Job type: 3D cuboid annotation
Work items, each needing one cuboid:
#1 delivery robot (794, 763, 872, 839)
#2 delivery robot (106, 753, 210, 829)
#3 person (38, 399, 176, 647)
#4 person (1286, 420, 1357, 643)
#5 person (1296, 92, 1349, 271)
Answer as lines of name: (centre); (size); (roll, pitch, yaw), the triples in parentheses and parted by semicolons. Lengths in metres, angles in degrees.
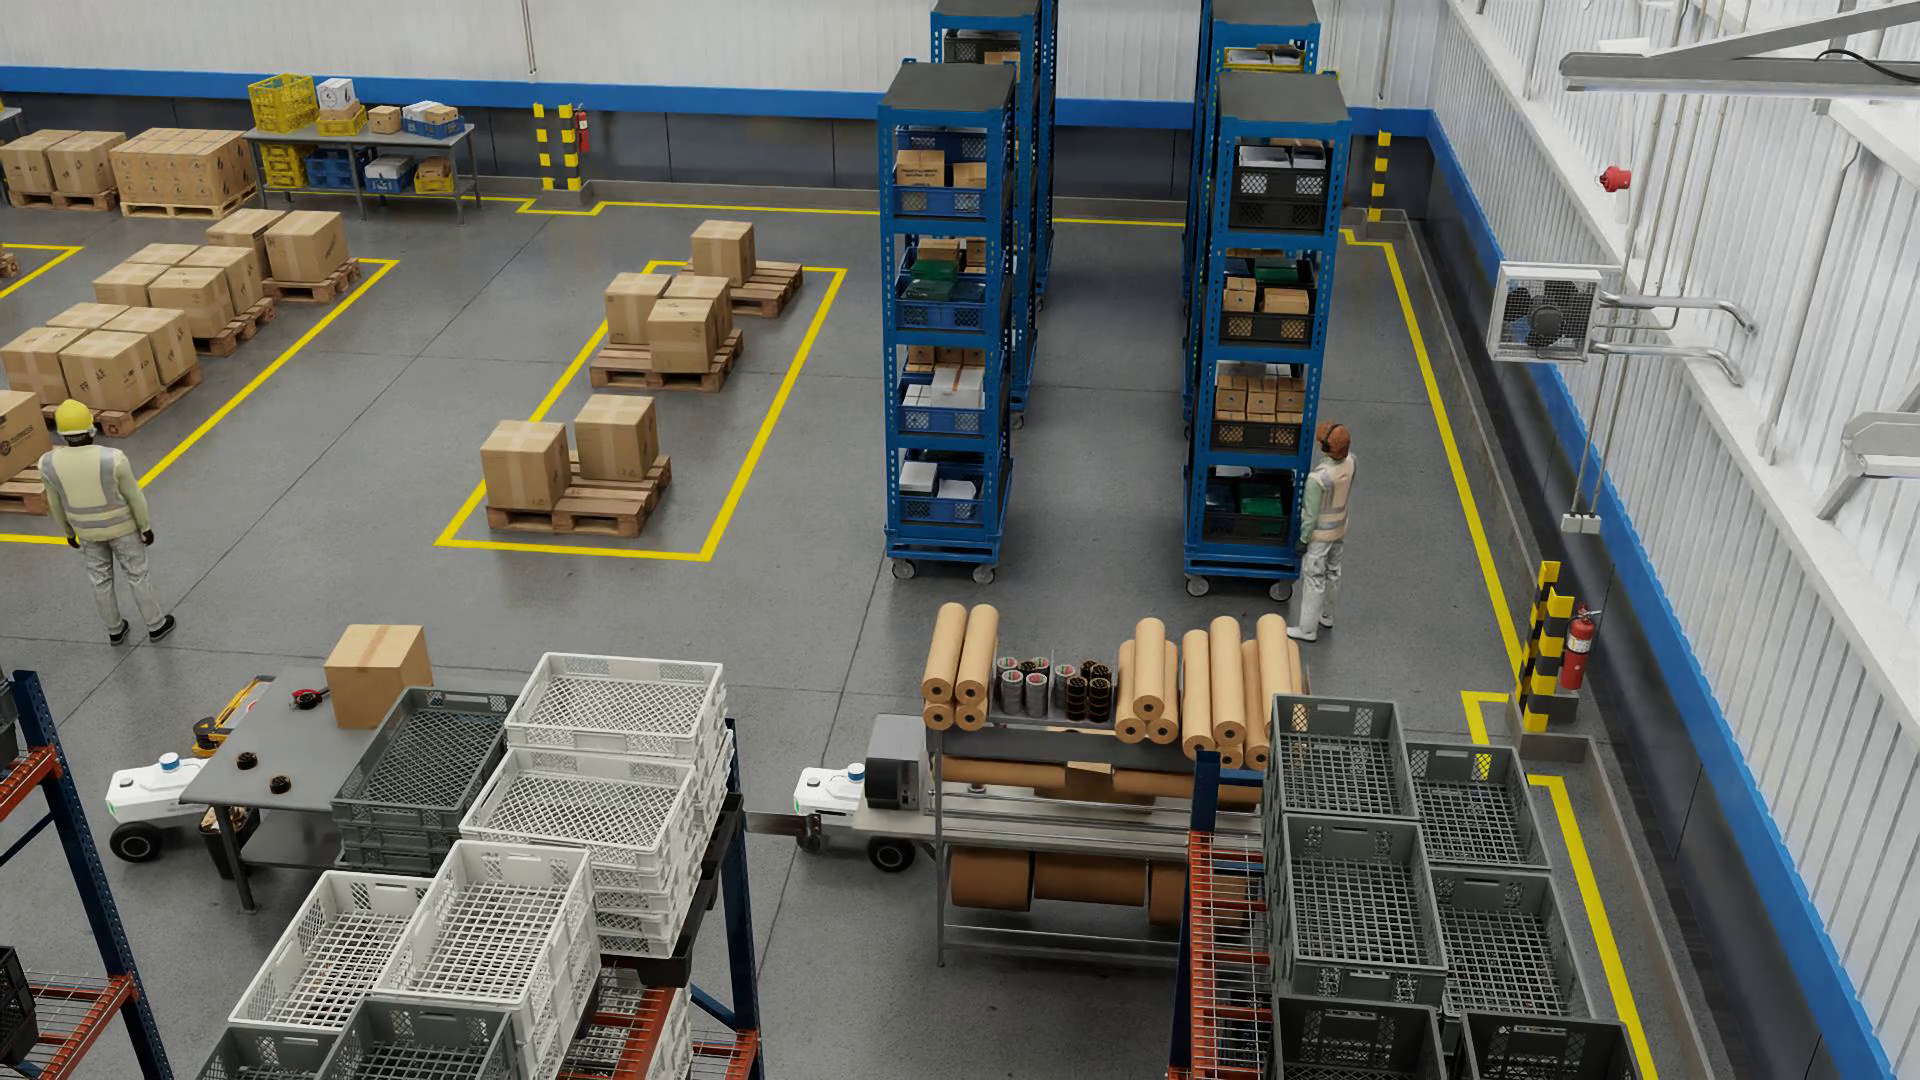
delivery robot: (-0.597, 1.517, 9.670); (0.707, 0.478, 0.477); (5, 31, 8)
delivery robot: (-4.583, 1.468, 9.755); (0.707, 0.478, 0.477); (-7, 31, -12)
person: (-5.795, -0.113, 11.294); (0.598, 1.836, 0.404); (-4, 30, -6)
person: (2.487, -0.059, 11.394); (0.309, 1.641, 0.514); (25, 38, 36)
person: (3.724, -3.661, 17.247); (0.572, 1.976, 0.648); (-17, 34, -27)
